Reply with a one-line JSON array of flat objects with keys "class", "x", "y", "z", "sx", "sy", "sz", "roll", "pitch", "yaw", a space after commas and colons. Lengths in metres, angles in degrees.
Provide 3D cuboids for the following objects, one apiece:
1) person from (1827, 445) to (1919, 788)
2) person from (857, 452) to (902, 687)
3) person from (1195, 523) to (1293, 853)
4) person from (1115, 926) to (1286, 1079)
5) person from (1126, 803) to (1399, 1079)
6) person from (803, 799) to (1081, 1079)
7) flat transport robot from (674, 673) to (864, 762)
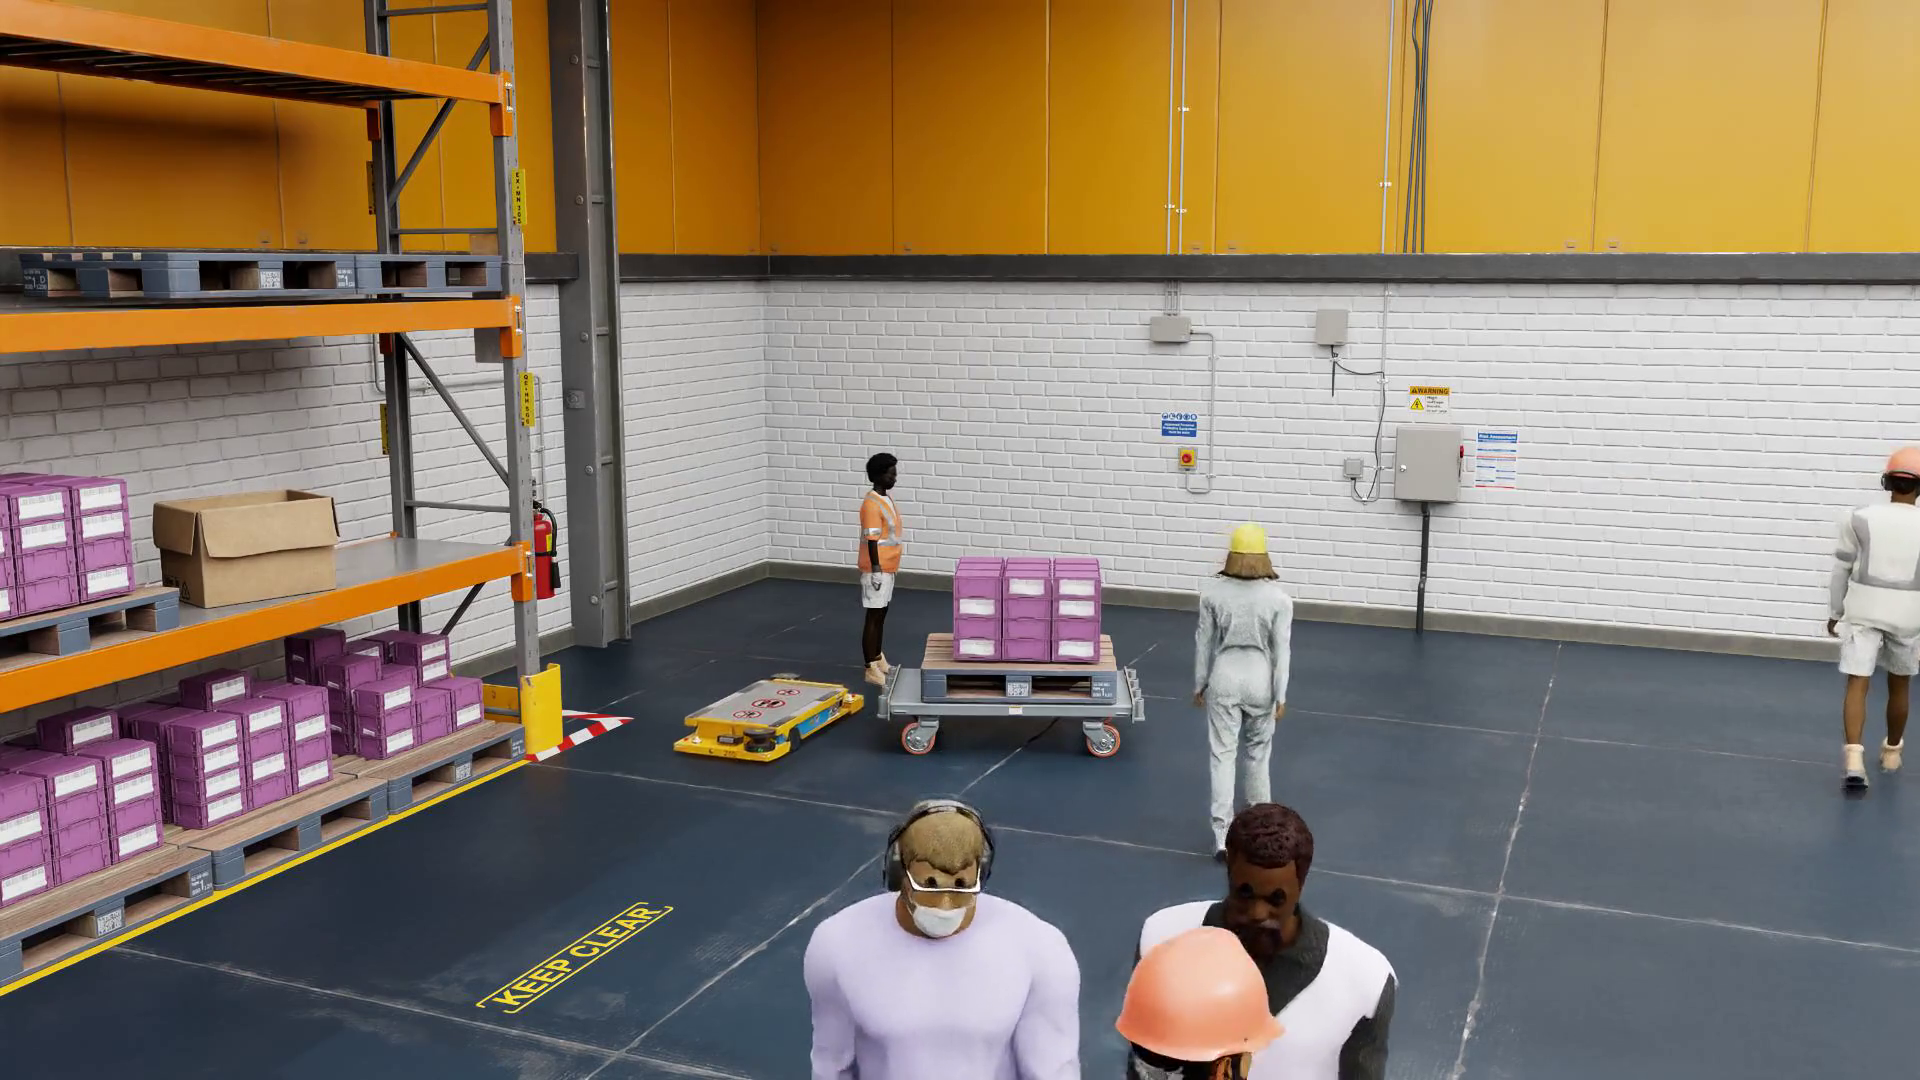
[{"class": "person", "x": 5.404, "y": 0.445, "z": 9.695, "sx": 0.629, "sy": 2.010, "sz": 0.952, "roll": 5, "pitch": 11, "yaw": 30}, {"class": "person", "x": -0.575, "y": 0.206, "z": 12.078, "sx": 0.318, "sy": 1.697, "sz": 0.533, "roll": 1, "pitch": 9, "yaw": 8}, {"class": "person", "x": 1.463, "y": 0.780, "z": 8.642, "sx": 0.497, "sy": 1.729, "sz": 0.799, "roll": 2, "pitch": 10, "yaw": 12}, {"class": "person", "x": 0.309, "y": 1.615, "z": 2.827, "sx": 0.594, "sy": 1.927, "sz": 0.574, "roll": -6, "pitch": 11, "yaw": -34}, {"class": "person", "x": 0.676, "y": 1.473, "z": 3.836, "sx": 0.608, "sy": 1.881, "sz": 0.520, "roll": 2, "pitch": 10, "yaw": 14}, {"class": "person", "x": -0.046, "y": 1.496, "z": 3.673, "sx": 0.632, "sy": 1.888, "sz": 0.927, "roll": 0, "pitch": 9, "yaw": 3}, {"class": "flat transport robot", "x": -1.209, "y": 1.131, "z": 10.781, "sx": 0.652, "sy": 0.197, "sz": 1.431, "roll": 4, "pitch": 10, "yaw": 21}]
